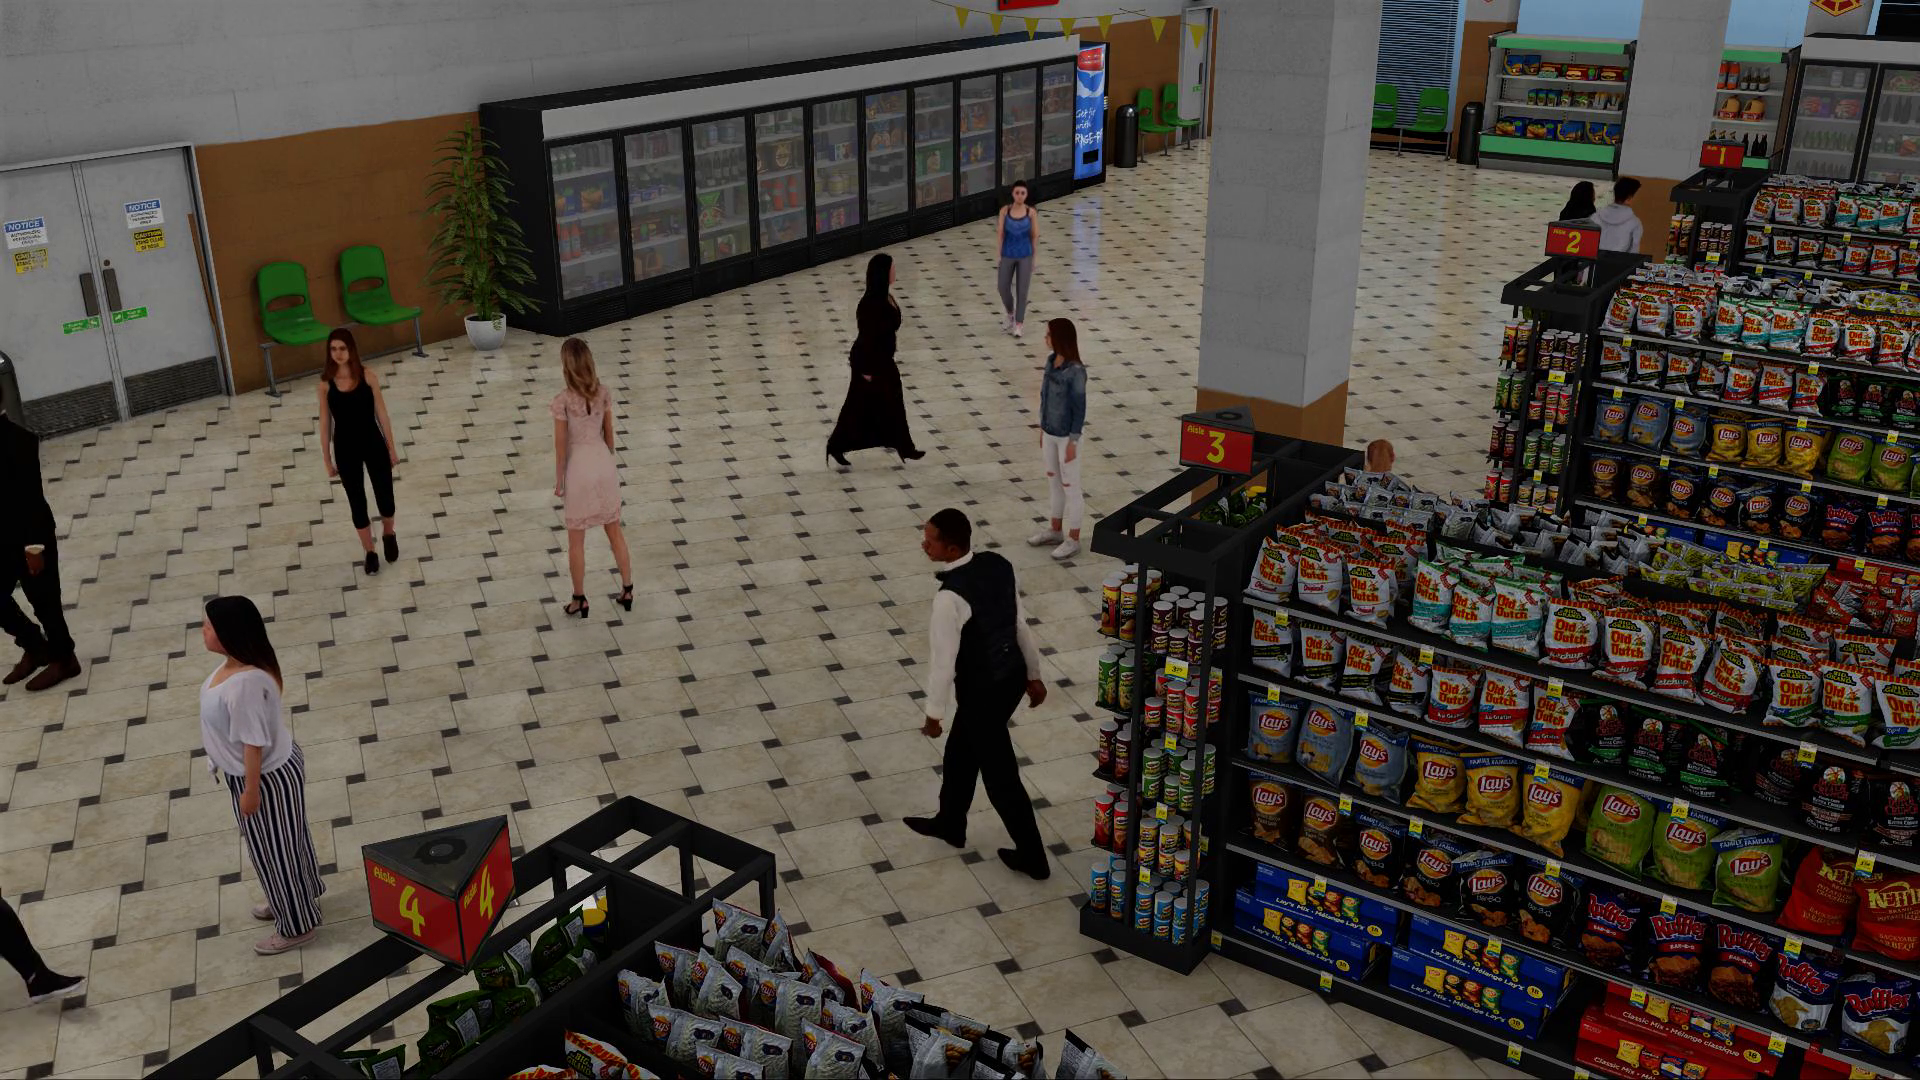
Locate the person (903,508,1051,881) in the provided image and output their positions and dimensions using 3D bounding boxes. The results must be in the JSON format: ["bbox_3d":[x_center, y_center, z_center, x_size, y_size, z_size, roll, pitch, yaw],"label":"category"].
[{"bbox_3d":[0.191,0.739,7.682,1.063,1.861,0.825,17,28,36],"label":"person"}]

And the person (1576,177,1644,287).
[{"bbox_3d":[5.916,-2.351,15.332,1.177,1.891,0.816,11,24,25],"label":"person"}]

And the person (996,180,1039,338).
[{"bbox_3d":[0.587,-2.906,17.099,0.684,1.603,0.761,3,22,7],"label":"person"}]

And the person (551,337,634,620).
[{"bbox_3d":[-2.359,-0.380,10.516,0.652,1.825,0.632,-17,27,-36],"label":"person"}]

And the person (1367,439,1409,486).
[{"bbox_3d":[2.574,0.030,10.250,0.732,1.261,0.718,6,23,15],"label":"person"}]

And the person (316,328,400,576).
[{"bbox_3d":[-4.038,-0.623,11.259,0.766,1.720,0.822,-4,22,-11],"label":"person"}]

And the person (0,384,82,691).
[{"bbox_3d":[-5.379,-0.066,9.632,0.638,1.900,0.817,11,24,25],"label":"person"}]

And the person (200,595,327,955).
[{"bbox_3d":[-3.052,1.003,7.268,0.845,1.680,0.753,-8,23,-18],"label":"person"}]

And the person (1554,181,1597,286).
[{"bbox_3d":[6.211,-2.821,16.871,0.827,1.615,0.730,-10,24,-23],"label":"person"}]

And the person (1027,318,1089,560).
[{"bbox_3d":[0.725,-0.719,11.526,0.742,1.700,0.604,-12,25,-27],"label":"person"}]

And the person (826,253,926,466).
[{"bbox_3d":[-0.771,-1.353,13.103,1.137,1.701,1.054,0,22,0],"label":"person"}]
